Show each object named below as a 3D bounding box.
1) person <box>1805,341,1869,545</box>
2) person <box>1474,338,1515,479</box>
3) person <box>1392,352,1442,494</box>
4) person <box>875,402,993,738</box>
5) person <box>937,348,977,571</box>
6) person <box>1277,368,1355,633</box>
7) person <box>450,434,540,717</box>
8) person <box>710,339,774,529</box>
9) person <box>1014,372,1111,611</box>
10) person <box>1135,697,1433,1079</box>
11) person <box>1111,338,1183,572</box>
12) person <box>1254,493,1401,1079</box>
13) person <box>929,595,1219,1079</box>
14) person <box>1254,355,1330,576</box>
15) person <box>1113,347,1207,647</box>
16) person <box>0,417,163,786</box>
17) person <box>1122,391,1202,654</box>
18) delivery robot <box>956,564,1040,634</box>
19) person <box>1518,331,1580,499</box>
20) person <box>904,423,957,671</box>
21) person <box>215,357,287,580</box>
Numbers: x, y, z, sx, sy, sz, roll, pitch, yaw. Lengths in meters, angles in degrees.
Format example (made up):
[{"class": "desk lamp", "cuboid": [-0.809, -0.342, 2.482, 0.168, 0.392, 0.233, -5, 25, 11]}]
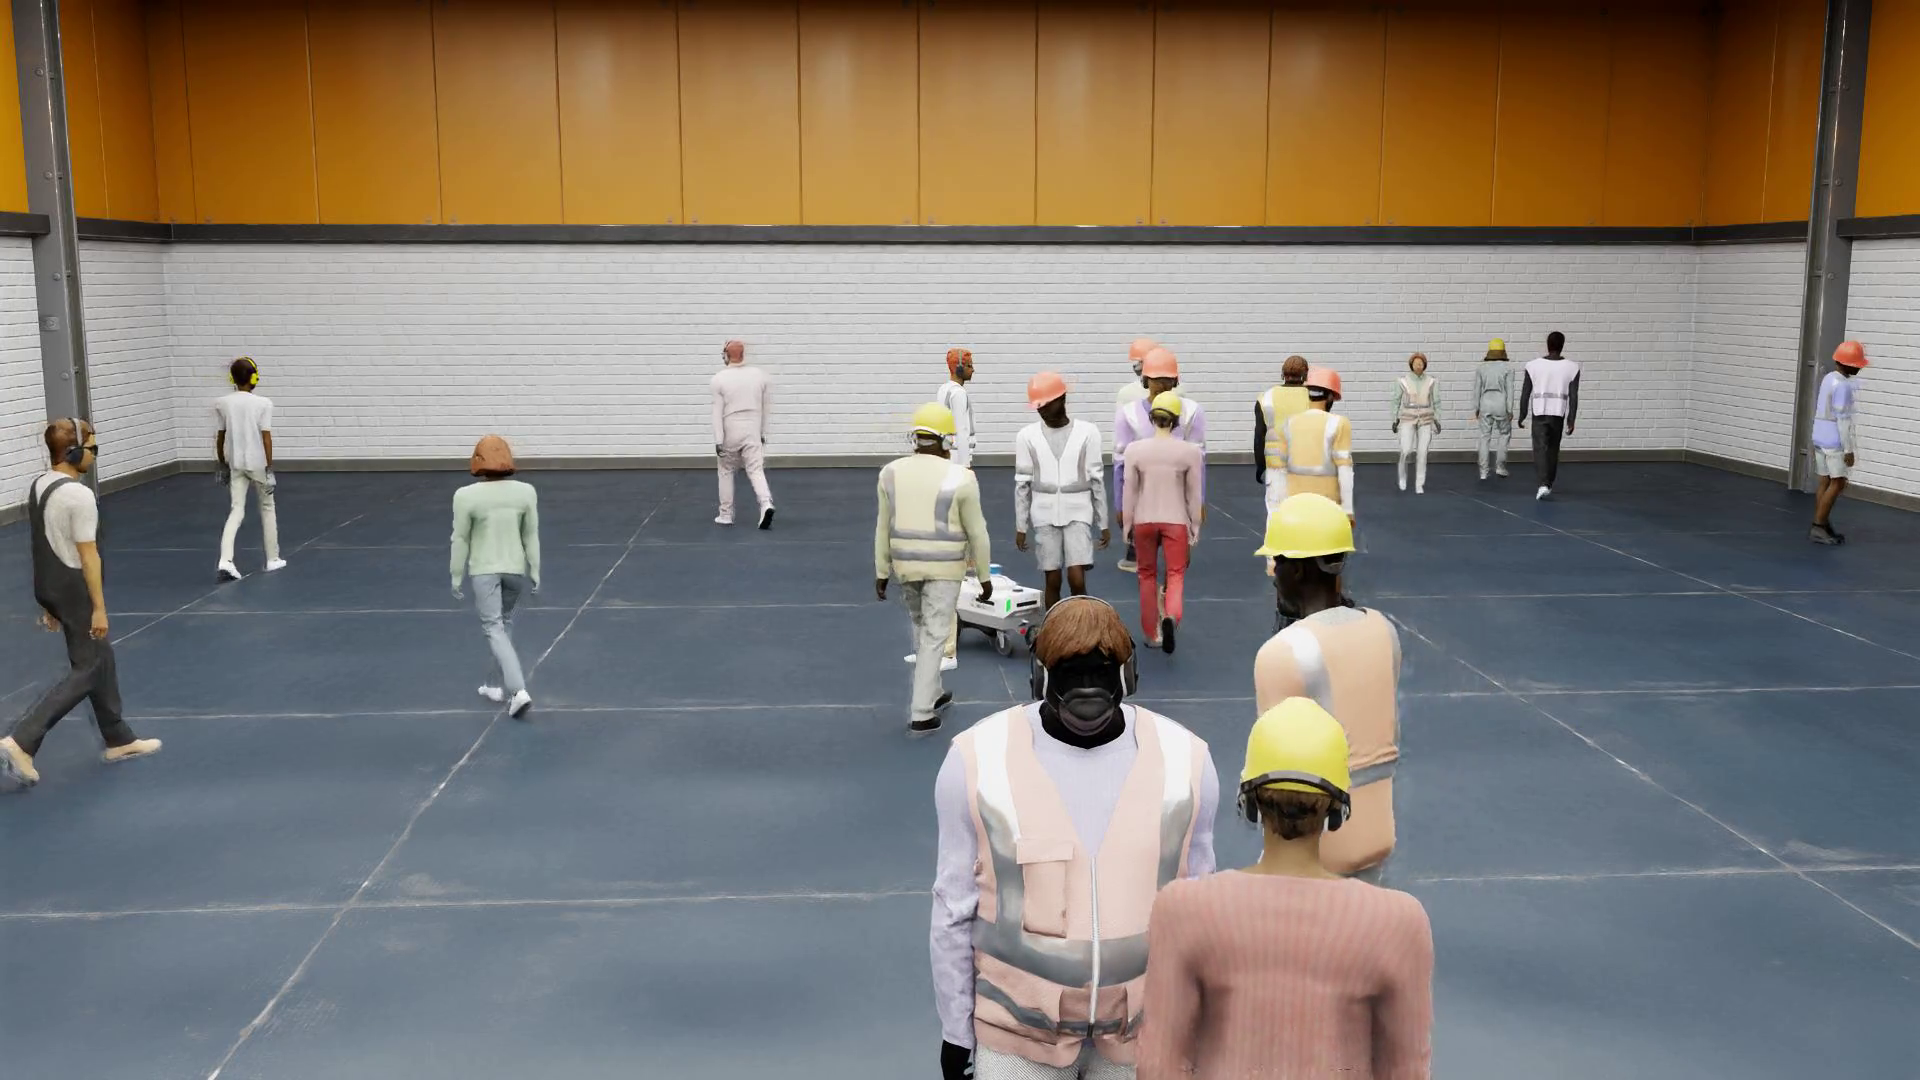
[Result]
[{"class": "person", "cuboid": [8.122, -0.897, 15.477, 0.429, 1.891, 0.593, 2, 9, 10]}, {"class": "person", "cuboid": [6.611, -1.622, 20.521, 0.518, 1.718, 0.639, 7, 11, 36]}, {"class": "person", "cuboid": [5.222, -1.332, 19.024, 0.535, 1.624, 0.365, 1, 9, 8]}, {"class": "person", "cuboid": [-0.095, 0.144, 9.173, 0.626, 1.800, 0.792, 5, 10, 28]}, {"class": "person", "cuboid": [-0.035, -0.685, 14.150, 0.337, 1.882, 0.584, -3, 9, -16]}, {"class": "person", "cuboid": [2.505, -0.261, 11.593, 0.621, 1.847, 1.033, 6, 11, 35]}, {"class": "person", "cuboid": [-2.640, 0.193, 9.527, 0.508, 1.599, 0.803, -8, 12, -39]}, {"class": "person", "cuboid": [-2.150, -1.044, 16.446, 0.645, 1.875, 0.868, -5, 10, -29]}, {"class": "person", "cuboid": [0.641, -0.104, 10.482, 0.618, 1.892, 0.607, 1, 9, 9]}, {"class": "person", "cuboid": [0.578, 1.169, 3.032, 0.540, 1.723, 0.885, 2, 9, 14]}, {"class": "person", "cuboid": [1.578, -0.694, 13.886, 0.660, 1.984, 0.536, -3, 10, -19]}, {"class": "person", "cuboid": [0.987, 0.820, 4.653, 0.601, 1.902, 0.547, -7, 11, -36]}, {"class": "person", "cuboid": [0.250, 1.026, 3.542, 0.627, 1.844, 0.429, -1, 9, -6]}, {"class": "person", "cuboid": [2.757, -0.609, 13.809, 0.626, 1.843, 0.430, 3, 10, 19]}, {"class": "person", "cuboid": [1.348, -0.284, 11.186, 0.645, 2.024, 0.443, 0, 9, -3]}, {"class": "person", "cuboid": [-4.433, 0.296, 8.248, 0.527, 1.807, 0.848, 7, 11, 36]}, {"class": "person", "cuboid": [1.324, -0.105, 10.957, 0.525, 1.745, 0.667, 1, 9, 8]}, {"class": "delivery robot", "cuboid": [0.213, 0.405, 11.170, 0.477, 0.478, 0.707, -8, 12, -40]}, {"class": "person", "cuboid": [6.628, -1.406, 18.714, 0.608, 1.880, 0.962, 2, 9, 11]}, {"class": "person", "cuboid": [-0.177, 0.014, 10.543, 0.264, 1.632, 0.508, -4, 10, -21]}, {"class": "person", "cuboid": [-5.929, -0.592, 13.772, 0.529, 1.826, 0.941, 0, 9, 2]}]
